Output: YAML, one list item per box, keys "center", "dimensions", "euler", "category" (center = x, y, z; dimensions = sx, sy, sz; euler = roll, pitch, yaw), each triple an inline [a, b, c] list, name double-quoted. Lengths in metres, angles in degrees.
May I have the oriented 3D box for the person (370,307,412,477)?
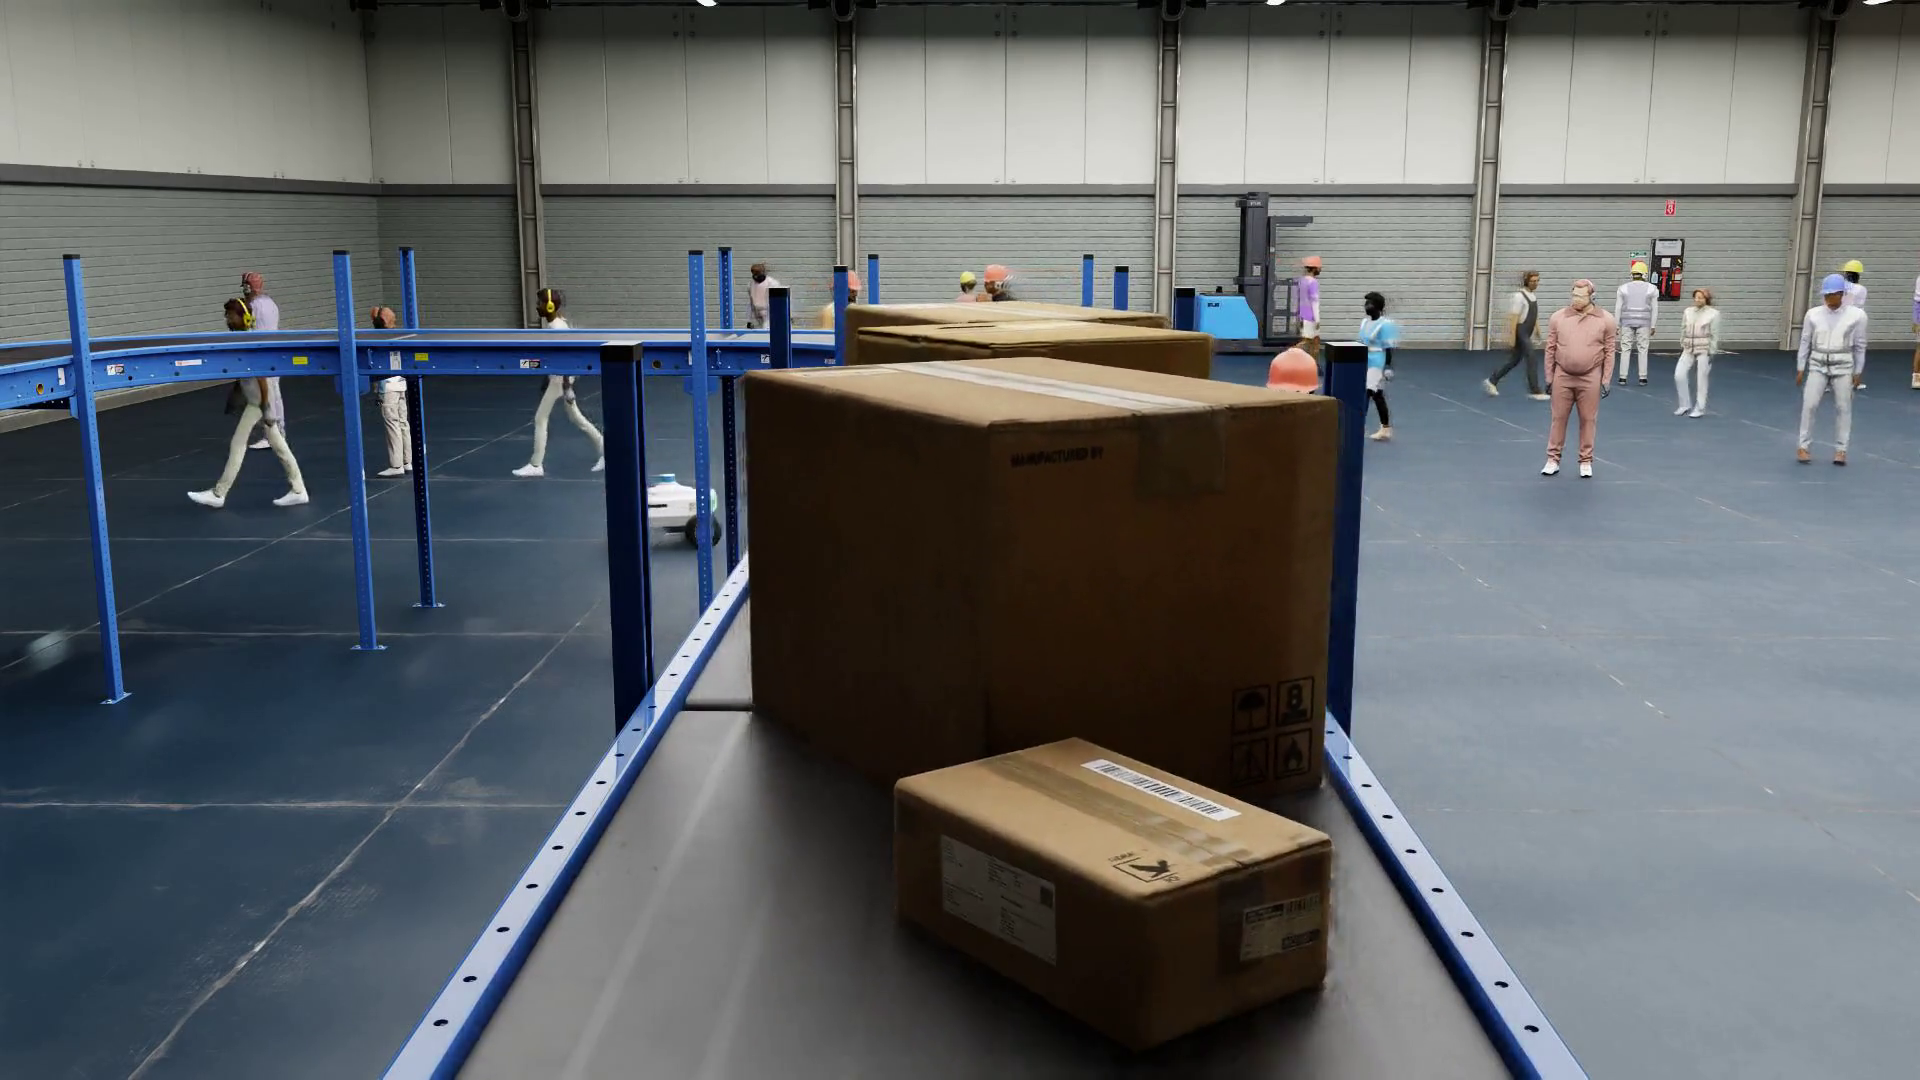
- center: [-5.541, -1.441, 16.166]
  dimensions: [0.311, 1.638, 0.521]
  euler: [1, 11, 3]
  category: "person"

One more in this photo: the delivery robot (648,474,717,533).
- center: [-2.235, -0.264, 12.783]
  dimensions: [0.707, 0.478, 0.477]
  euler: [-3, 11, -14]
  category: "delivery robot"

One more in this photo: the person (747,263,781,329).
- center: [-3.118, -3.611, 27.031]
  dimensions: [0.629, 1.769, 1.025]
  euler: [9, 14, 38]
  category: "person"

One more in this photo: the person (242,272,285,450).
- center: [-7.617, -1.947, 18.083]
  dimensions: [0.401, 1.904, 0.648]
  euler: [-1, 11, -4]
  category: "person"

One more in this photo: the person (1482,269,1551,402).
- center: [7.696, -2.839, 22.939]
  dimensions: [0.932, 1.803, 0.513]
  euler: [8, 13, 35]
  category: "person"

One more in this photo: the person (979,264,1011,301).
- center: [0.440, -2.074, 18.536]
  dimensions: [0.467, 1.975, 0.640]
  euler: [-1, 11, -3]
  category: "person"

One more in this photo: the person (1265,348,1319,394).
- center: [1.453, 0.096, 7.512]
  dimensions: [0.569, 1.933, 0.413]
  euler: [5, 12, 23]
  category: "person"

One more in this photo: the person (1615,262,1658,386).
- center: [10.111, -3.235, 24.898]
  dimensions: [0.591, 1.828, 0.404]
  euler: [5, 12, 23]
  category: "person"

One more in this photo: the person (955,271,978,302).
- center: [0.106, -2.794, 22.793]
  dimensions: [0.531, 1.767, 0.323]
  euler: [-10, 15, -42]
  category: "person"

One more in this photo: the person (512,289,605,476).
- center: [-3.872, -1.536, 16.303]
  dimensions: [1.017, 1.825, 0.532]
  euler: [-1, 11, -6]
  category: "person"

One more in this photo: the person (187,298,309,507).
- center: [-6.167, -1.168, 14.321]
  dimensions: [1.004, 1.803, 0.558]
  euler: [-4, 12, -17]
  category: "person"

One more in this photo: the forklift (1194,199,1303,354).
- center: [5.313, -4.851, 30.603]
  dimensions: [1.873, 2.768, 1.129]
  euler: [0, 11, 1]
  category: "forklift"

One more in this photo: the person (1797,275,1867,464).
- center: [8.845, -1.728, 16.928]
  dimensions: [0.616, 1.924, 0.500]
  euler: [10, 15, 43]
  category: "person"

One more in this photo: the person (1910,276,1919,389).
- center: [14.224, -3.214, 24.243]
  dimensions: [0.614, 2.038, 0.396]
  euler: [3, 11, 13]
  category: "person"

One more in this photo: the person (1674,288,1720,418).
- center: [9.192, -2.335, 20.783]
  dimensions: [0.488, 1.618, 0.555]
  euler: [-7, 13, -31]
  category: "person"

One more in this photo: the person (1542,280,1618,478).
- center: [5.988, -1.563, 16.124]
  dimensions: [0.643, 1.902, 0.399]
  euler: [6, 12, 27]
  category: "person"

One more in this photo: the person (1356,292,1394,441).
- center: [4.523, -1.925, 18.588]
  dimensions: [0.815, 1.660, 0.540]
  euler: [-2, 11, -12]
  category: "person"

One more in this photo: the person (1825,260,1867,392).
- center: [12.717, -3.072, 23.942]
  dimensions: [0.974, 1.889, 0.606]
  euler: [-6, 12, -26]
  category: "person"

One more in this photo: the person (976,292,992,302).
- center: [0.210, -2.100, 19.607]
  dimensions: [0.625, 1.612, 0.517]
  euler: [-2, 11, -12]
  category: "person"

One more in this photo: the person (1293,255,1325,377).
- center: [5.448, -3.526, 26.205]
  dimensions: [0.878, 1.916, 0.550]
  euler: [0, 11, -1]
  category: "person"

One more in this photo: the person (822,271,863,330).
- center: [-1.322, -1.962, 18.112]
  dimensions: [0.663, 1.920, 0.562]
  euler: [8, 14, 37]
  category: "person"
